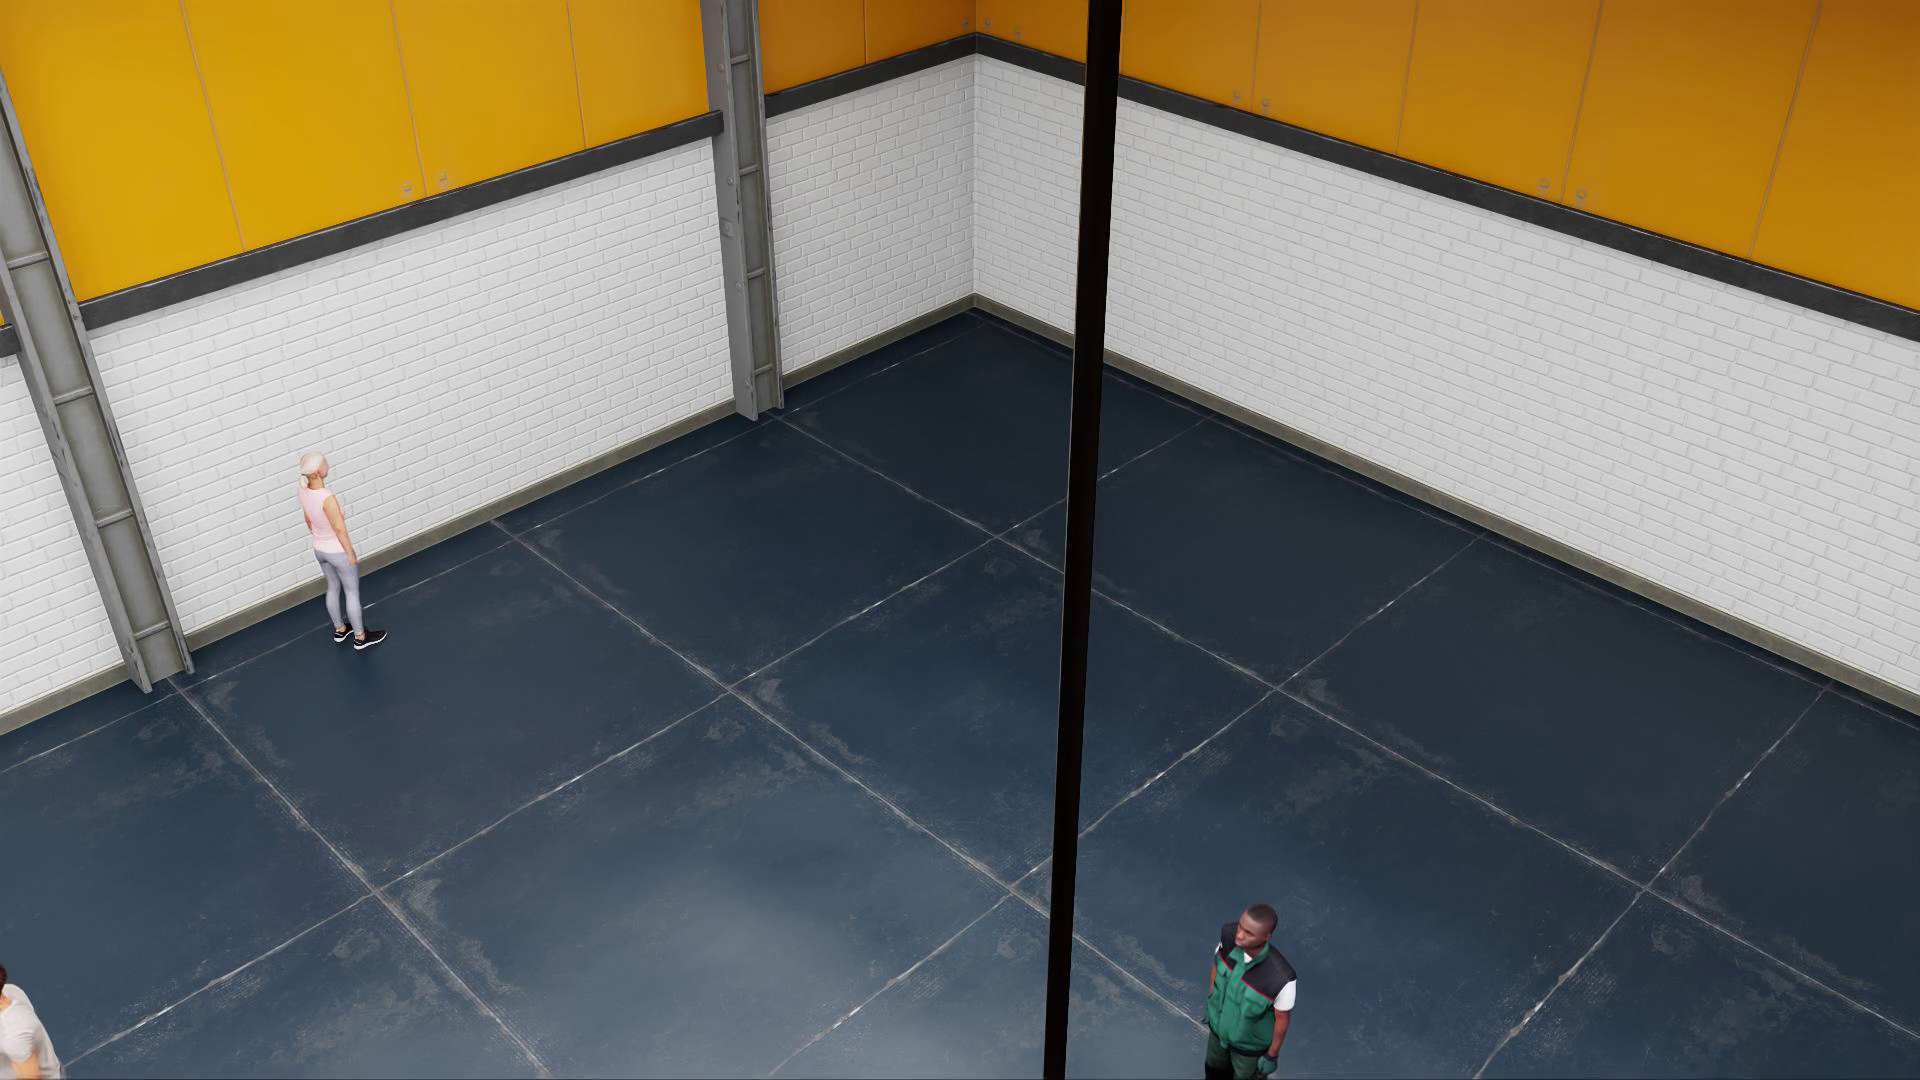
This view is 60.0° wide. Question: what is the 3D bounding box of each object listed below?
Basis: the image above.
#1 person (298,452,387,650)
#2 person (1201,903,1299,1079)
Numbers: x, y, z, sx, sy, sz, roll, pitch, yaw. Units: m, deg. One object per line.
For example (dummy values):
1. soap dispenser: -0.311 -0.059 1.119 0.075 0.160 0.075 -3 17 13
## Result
1. person: -4.860 0.072 12.890 0.596 1.726 0.584 19 38 26
2. person: 1.524 2.626 8.945 0.631 1.839 0.705 -24 40 -31
